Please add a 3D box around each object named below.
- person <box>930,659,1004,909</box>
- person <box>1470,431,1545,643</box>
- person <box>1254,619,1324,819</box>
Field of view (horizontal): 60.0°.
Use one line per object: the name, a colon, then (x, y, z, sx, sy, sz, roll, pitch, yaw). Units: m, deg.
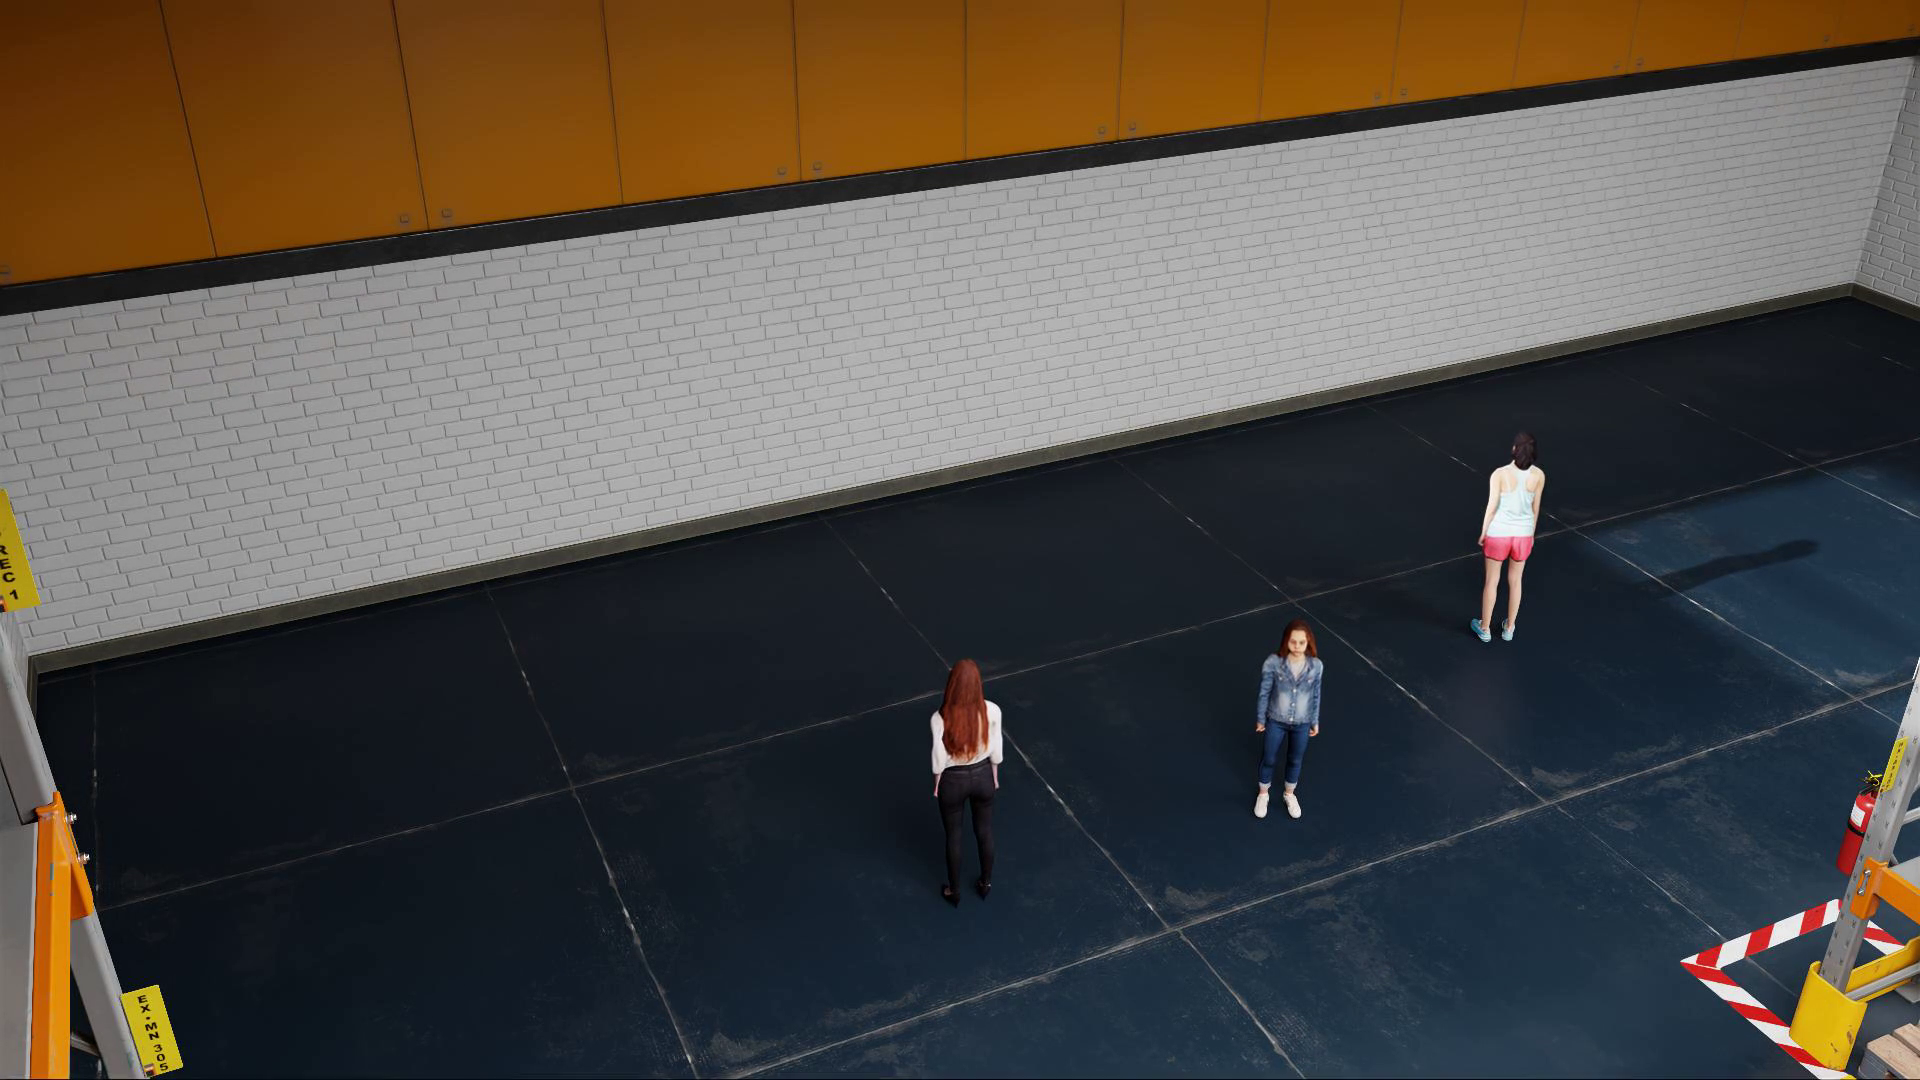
person: (0.038, 1.487, 10.108, 0.624, 1.759, 0.558, -7, 29, -13)
person: (4.252, -0.034, 12.891, 0.676, 1.764, 0.701, 1, 29, 2)
person: (2.171, 1.172, 10.983, 0.638, 1.475, 0.631, 1, 29, 1)
